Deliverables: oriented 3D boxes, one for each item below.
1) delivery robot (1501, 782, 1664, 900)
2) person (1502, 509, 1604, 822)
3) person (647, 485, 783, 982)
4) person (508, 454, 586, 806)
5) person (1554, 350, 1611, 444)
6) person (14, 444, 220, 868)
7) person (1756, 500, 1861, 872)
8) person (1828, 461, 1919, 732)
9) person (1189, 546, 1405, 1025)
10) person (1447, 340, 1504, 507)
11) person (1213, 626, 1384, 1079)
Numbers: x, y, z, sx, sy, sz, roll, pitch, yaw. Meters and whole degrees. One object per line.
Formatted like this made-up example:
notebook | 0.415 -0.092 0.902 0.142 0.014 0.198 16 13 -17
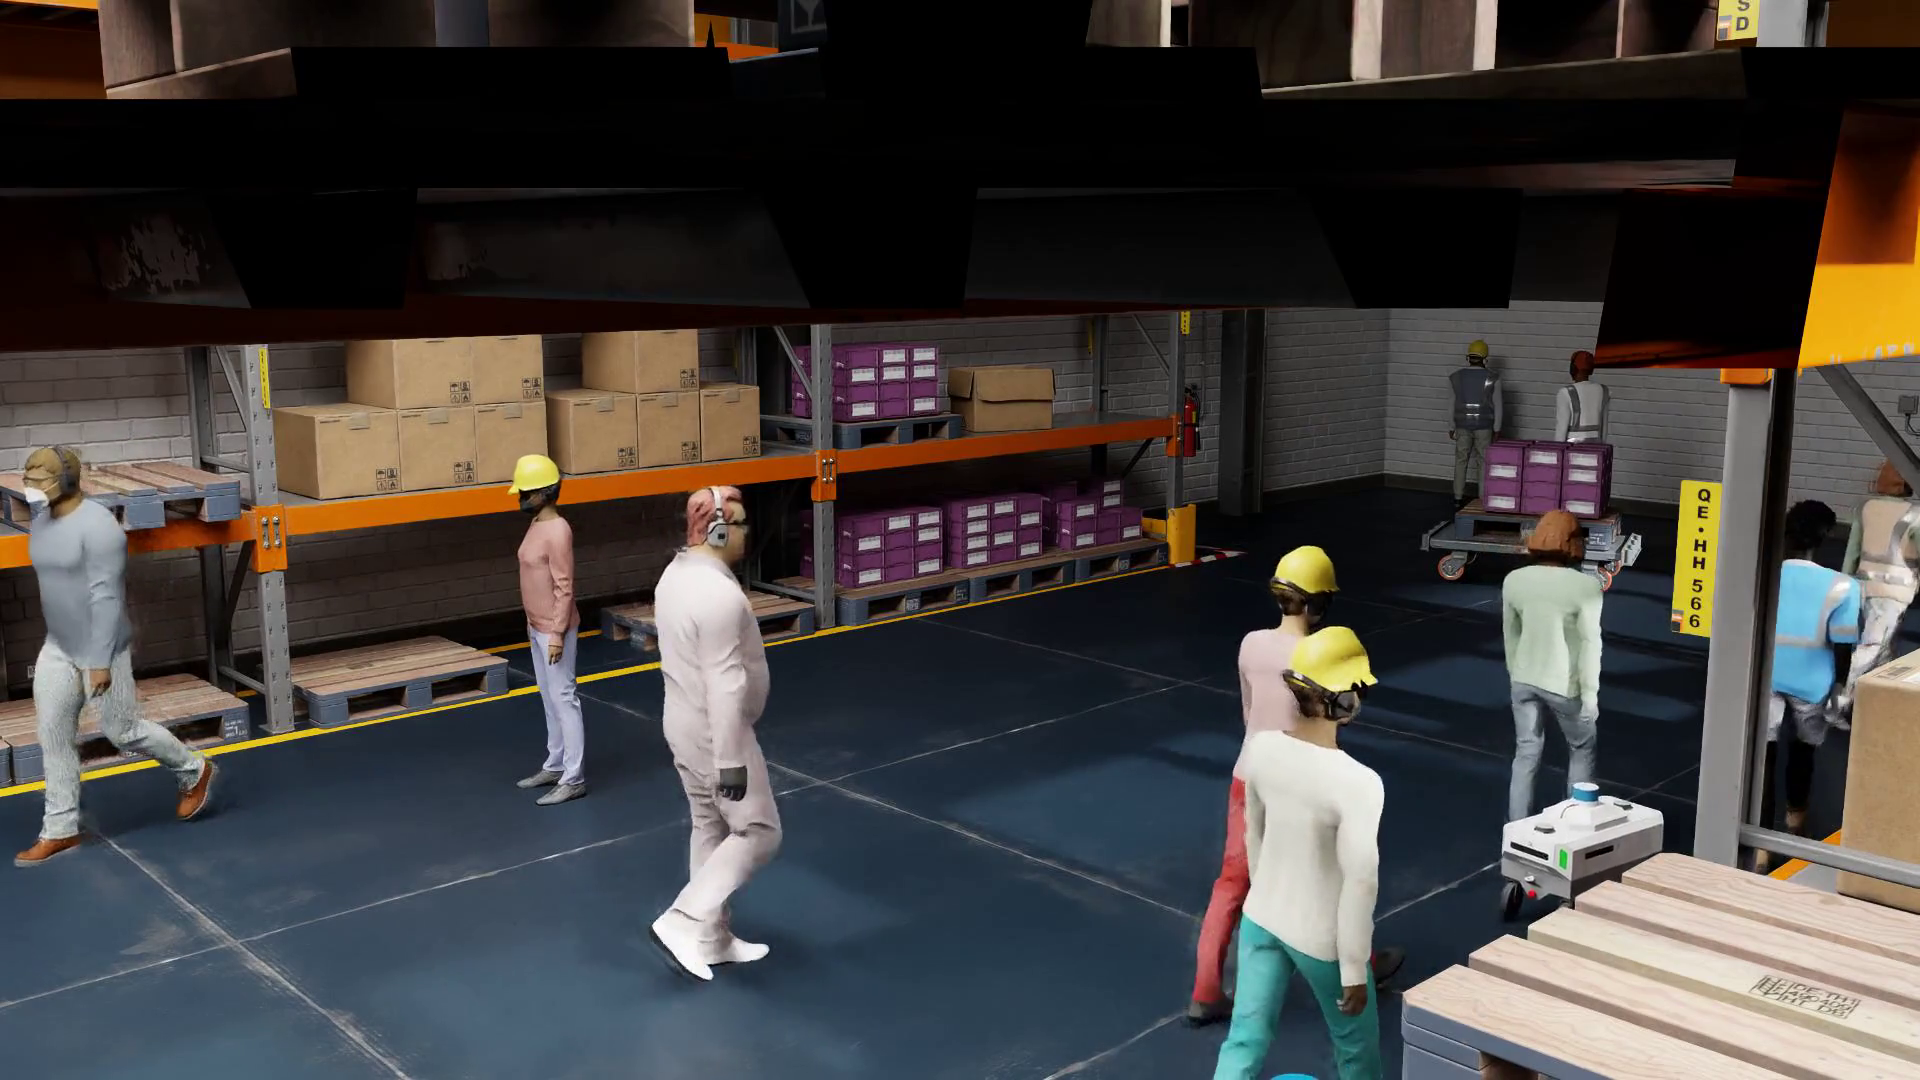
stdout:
delivery robot | 2.581 1.250 6.894 0.707 0.478 0.477 -6 12 -33
person | 2.708 0.658 7.520 0.679 1.603 0.518 -8 13 -40
person | -0.917 0.736 6.259 0.442 1.891 0.669 -4 11 -24
person | -2.079 0.444 8.358 0.317 1.765 0.522 -5 11 -29
person | 5.644 -0.784 15.190 0.573 1.883 0.354 -4 10 -20
person | -3.961 0.489 7.689 0.630 1.910 0.887 5 11 27
person | 3.774 0.631 7.579 0.539 1.636 0.904 5 11 27
person | 5.323 0.317 9.598 0.856 1.596 0.512 -2 10 -14
person | 1.199 0.873 5.992 0.933 1.712 0.529 -7 12 -34
person | 5.606 -1.255 18.096 0.590 1.833 0.404 5 11 28
person | 1.007 1.084 4.724 0.899 1.712 0.538 -7 12 -34
